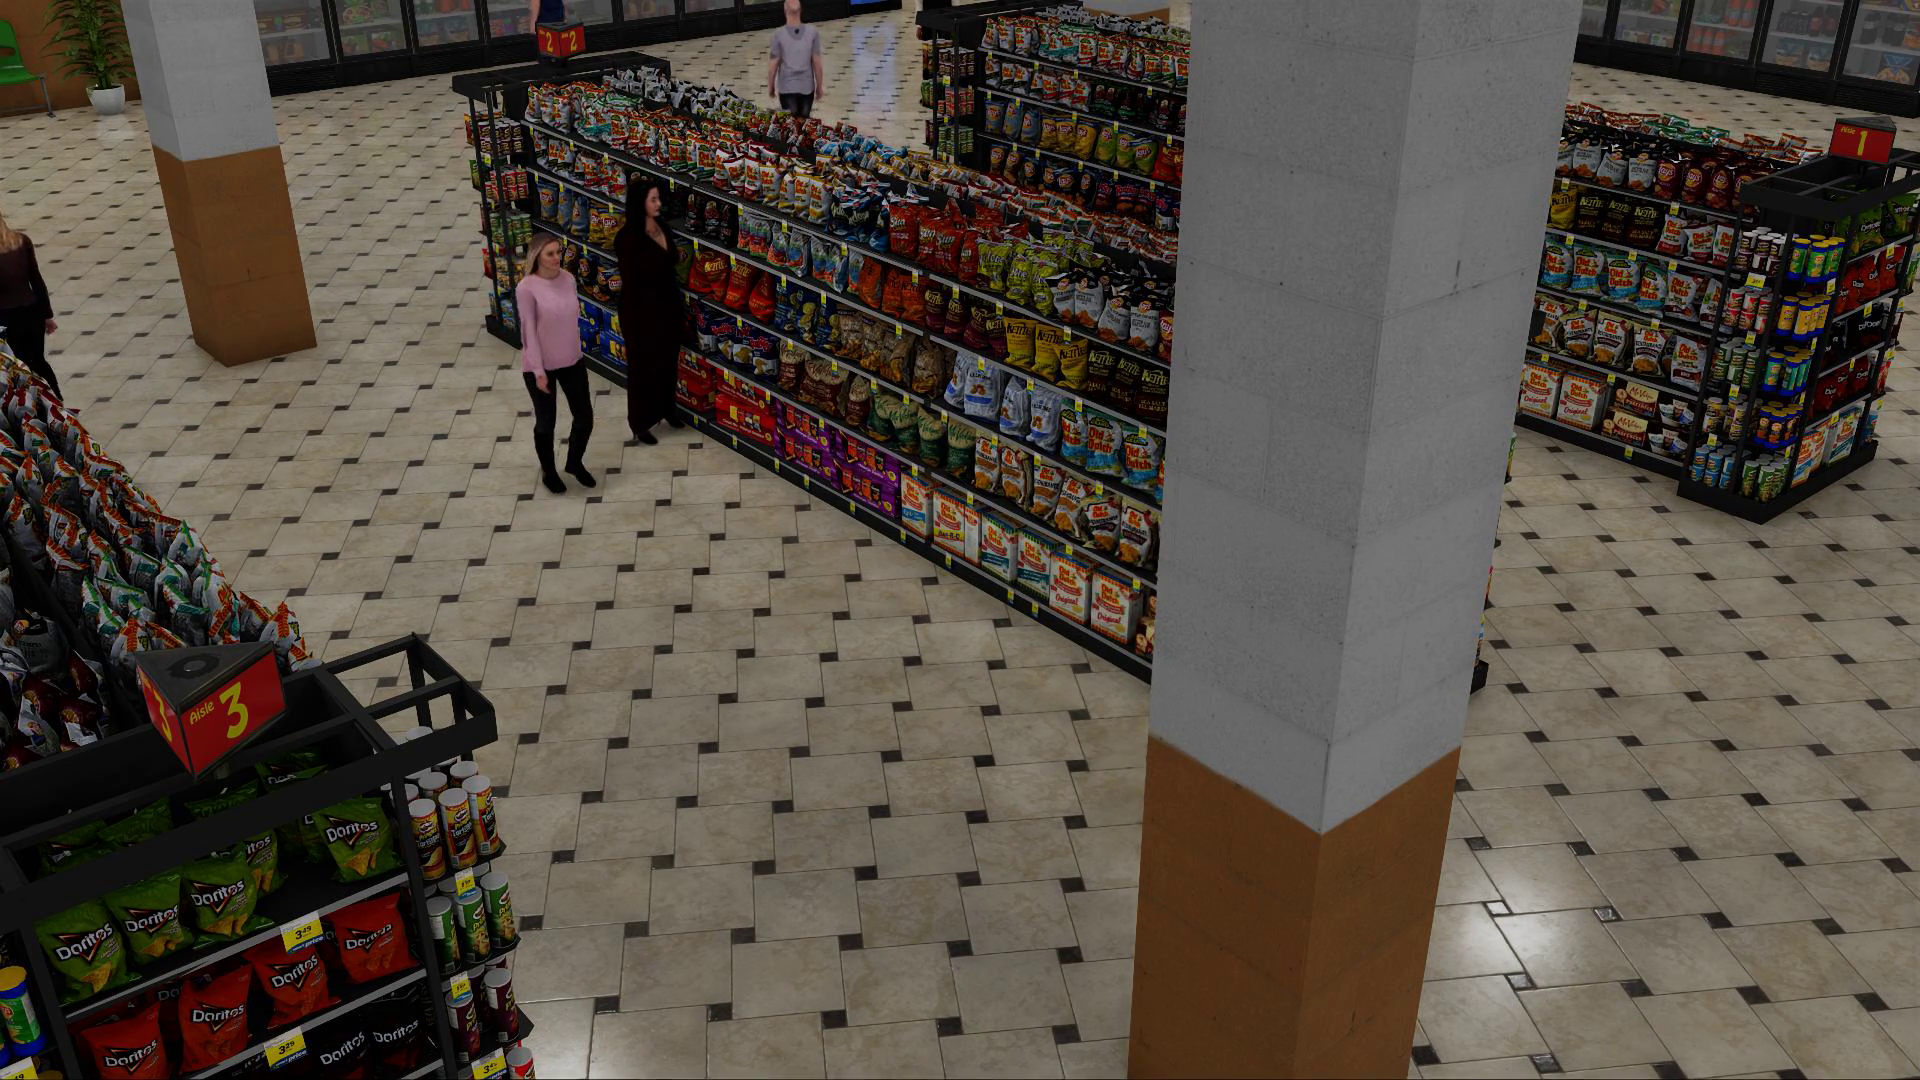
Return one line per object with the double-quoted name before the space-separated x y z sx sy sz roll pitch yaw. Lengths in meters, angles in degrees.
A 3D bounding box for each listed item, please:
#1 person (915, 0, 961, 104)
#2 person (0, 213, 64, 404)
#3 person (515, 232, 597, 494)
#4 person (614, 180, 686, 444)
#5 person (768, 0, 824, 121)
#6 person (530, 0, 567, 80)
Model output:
"person" -0.269 -6.303 20.250 0.769 1.917 0.826 2 27 3
"person" -6.110 -1.407 10.840 0.753 1.696 0.715 17 31 30
"person" -2.564 -1.102 10.272 0.591 1.666 0.607 -20 33 -34
"person" -2.057 -1.514 10.983 0.742 1.757 0.755 13 30 23
"person" -1.647 -4.546 16.934 1.002 1.783 1.328 -9 28 -17
"person" -5.026 -6.349 20.412 0.743 1.852 0.672 -20 33 -34
